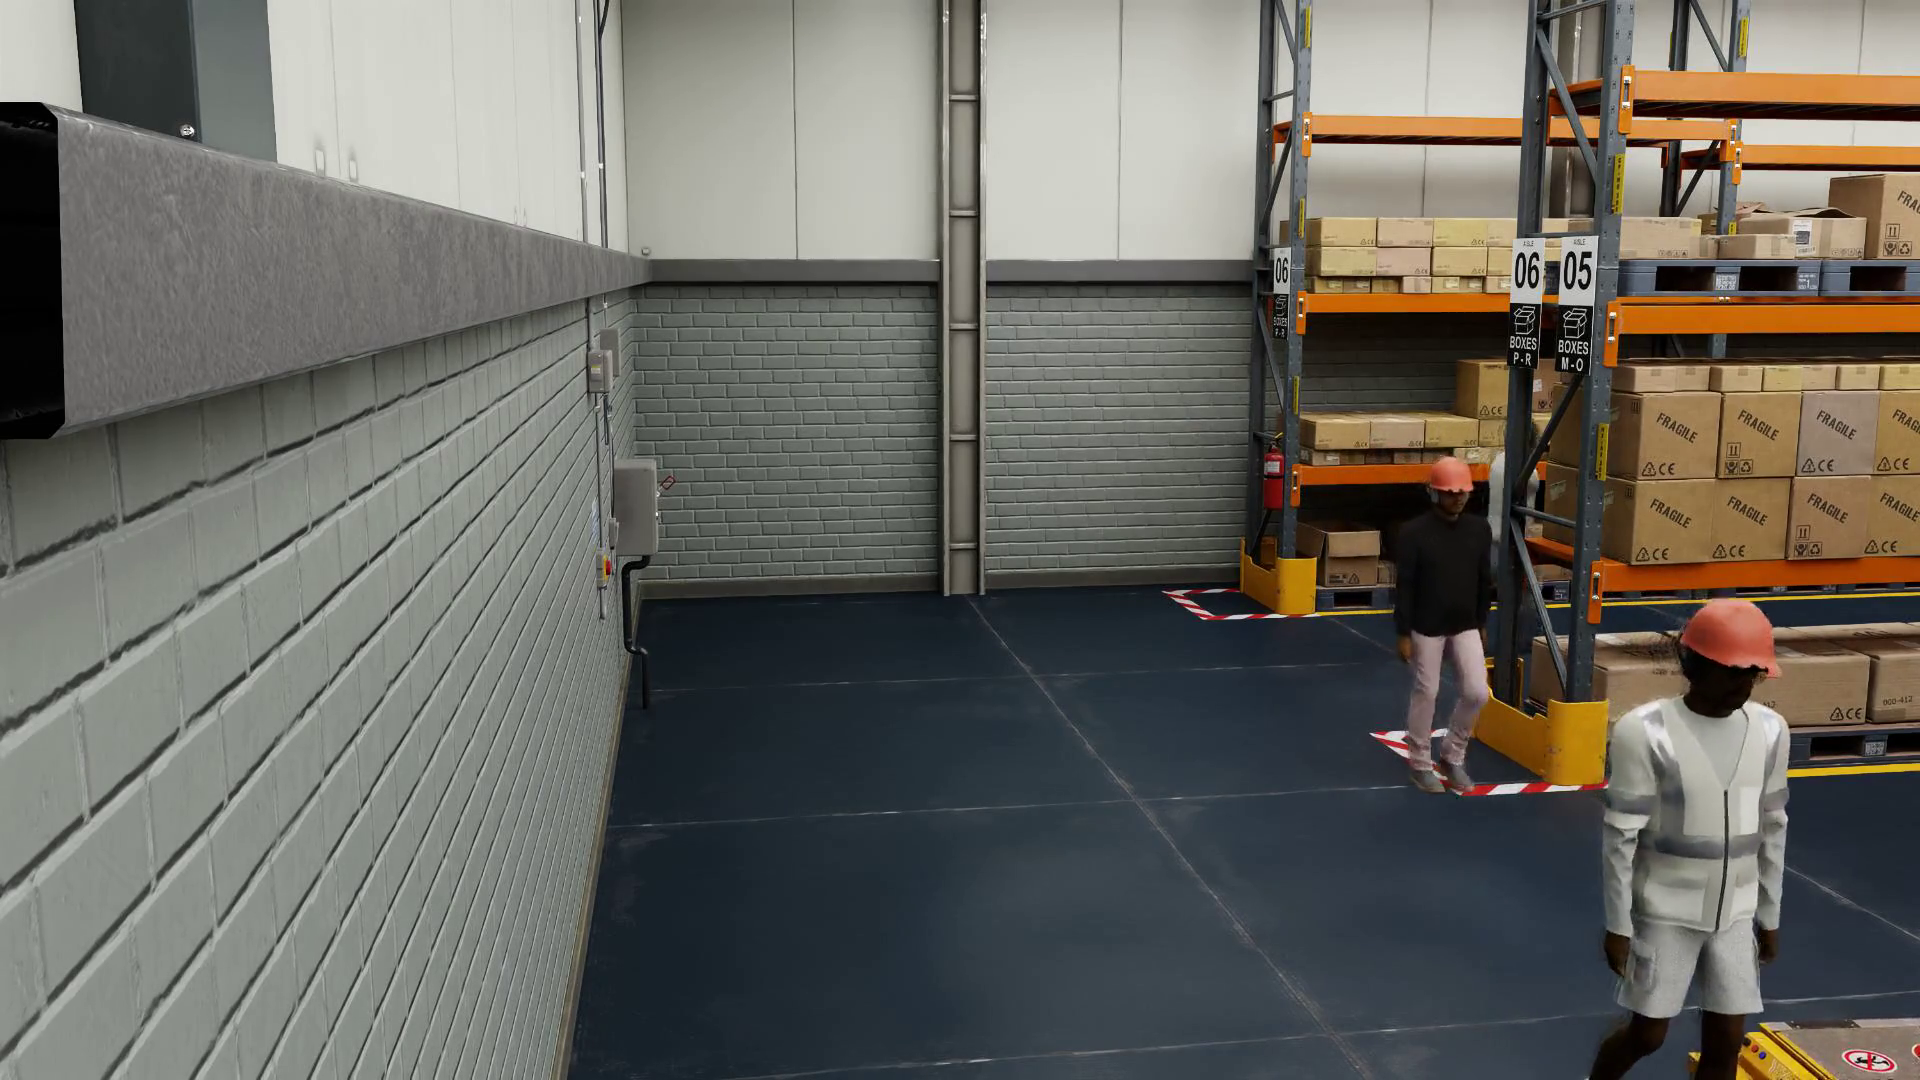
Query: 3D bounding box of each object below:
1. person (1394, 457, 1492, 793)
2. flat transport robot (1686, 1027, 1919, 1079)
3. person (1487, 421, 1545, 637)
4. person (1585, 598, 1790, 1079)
[{"bbox_3d":[2.800,0.506,9.571,0.646,1.971,0.527,-2,9,-13],"label":"person"},{"bbox_3d":[3.454,1.945,5.944,1.431,0.197,0.652,-1,9,-4],"label":"flat transport robot"},{"bbox_3d":[4.331,-0.017,13.125,1.037,1.885,0.646,-2,9,-11],"label":"person"},{"bbox_3d":[2.352,1.172,5.331,0.638,2.020,0.588,-1,9,-8],"label":"person"}]
